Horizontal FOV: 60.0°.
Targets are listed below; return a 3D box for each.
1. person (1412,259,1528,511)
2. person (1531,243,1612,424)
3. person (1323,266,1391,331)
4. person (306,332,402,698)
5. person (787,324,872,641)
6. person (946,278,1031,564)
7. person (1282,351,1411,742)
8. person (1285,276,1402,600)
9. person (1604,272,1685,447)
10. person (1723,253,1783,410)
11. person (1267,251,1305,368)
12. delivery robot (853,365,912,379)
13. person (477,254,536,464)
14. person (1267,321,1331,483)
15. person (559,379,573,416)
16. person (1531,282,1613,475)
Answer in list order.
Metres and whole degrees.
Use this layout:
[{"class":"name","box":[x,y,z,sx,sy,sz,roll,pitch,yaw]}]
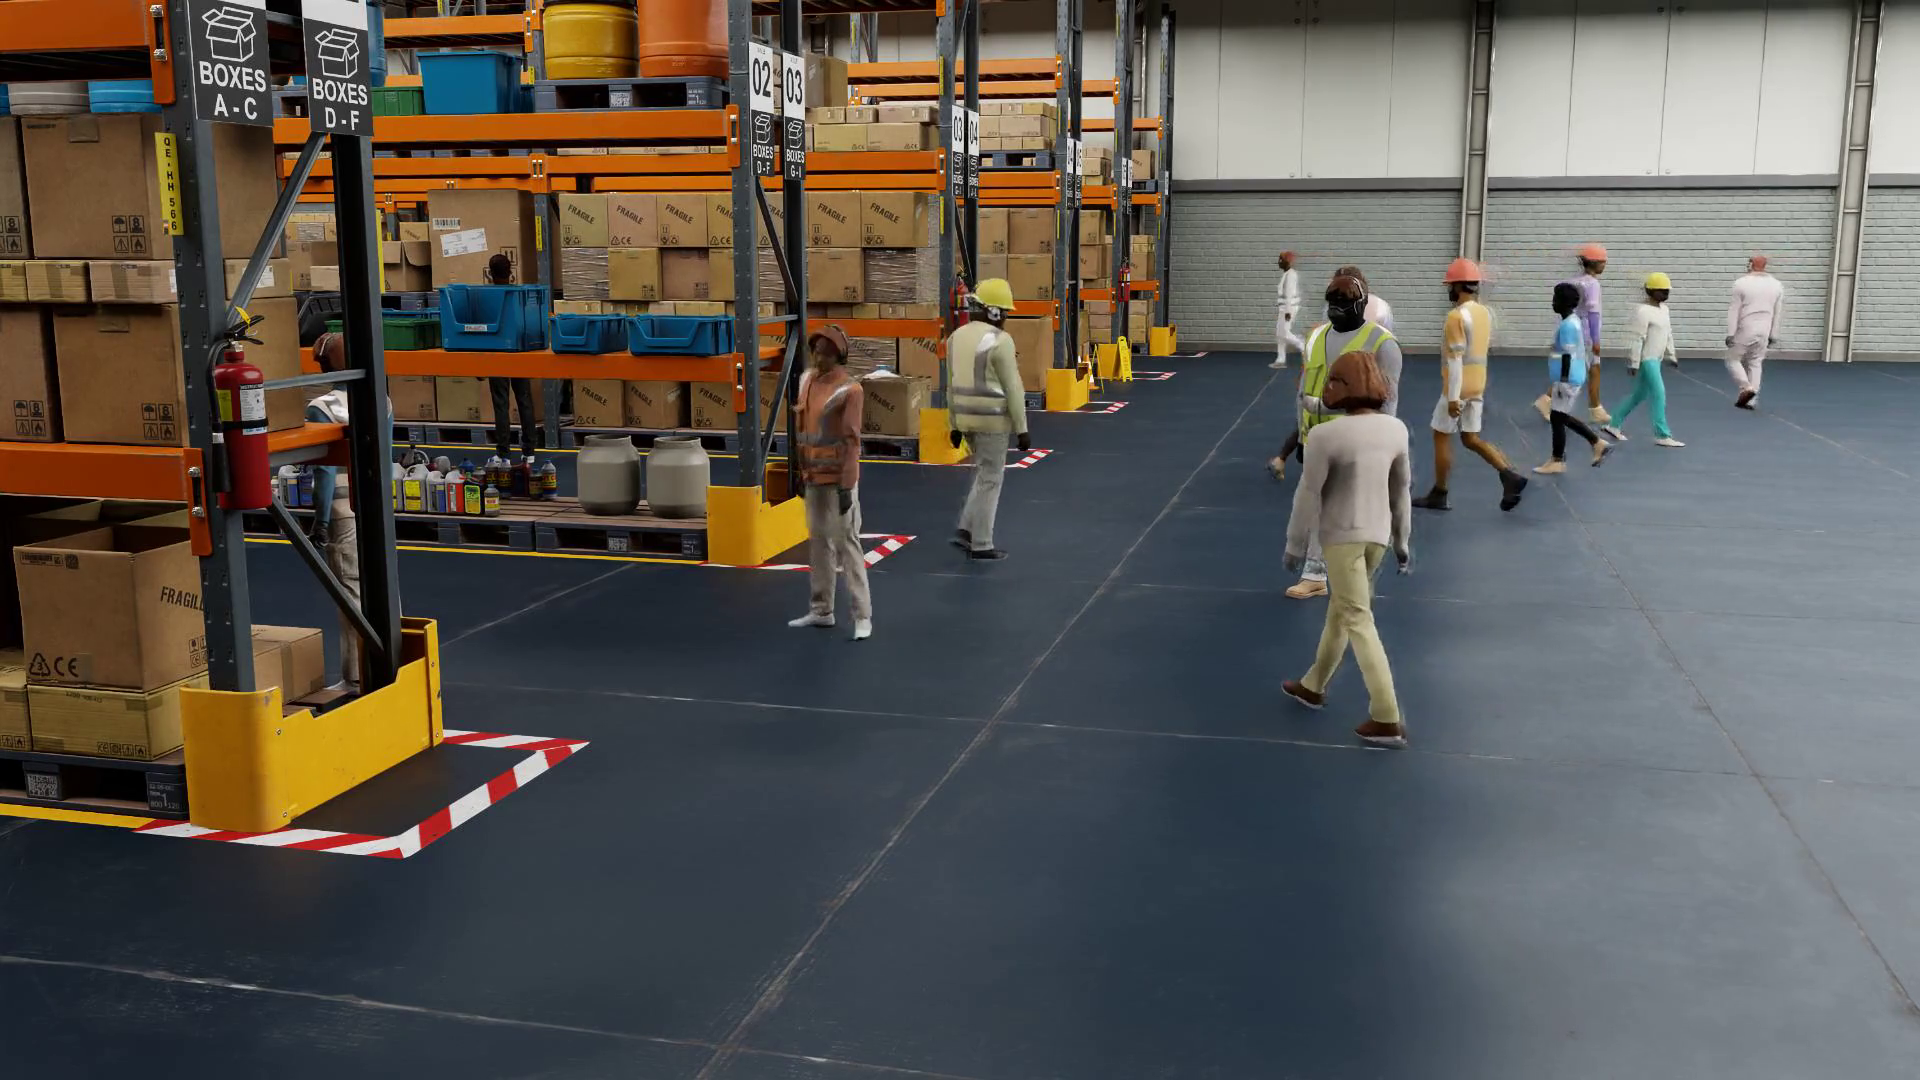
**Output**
[{"class":"person","box":[3.834,-1.137,12.420,0.810,1.913,0.551,10,14,44]},{"class":"person","box":[6.848,-2.264,18.364,0.949,2.013,0.620,1,10,8]},{"class":"person","box":[3.346,-1.409,14.159,0.694,1.814,0.678,-1,10,-8]},{"class":"person","box":[-2.717,-0.110,7.463,0.307,1.637,0.525,3,11,18]},{"class":"person","box":[-0.664,-0.296,8.566,0.320,1.615,0.605,-8,13,-37]},{"class":"person","box":[0.176,-0.743,10.505,0.428,1.803,0.596,-7,12,-33]},{"class":"person","box":[1.619,0.007,6.941,0.516,1.583,0.852,-5,12,-27]},{"class":"person","box":[2.134,-0.548,9.327,0.429,1.845,0.622,-9,14,-42]},{"class":"person","box":[6.902,-1.820,16.689,0.869,1.726,0.523,10,14,44]},{"class":"person","box":[9.526,-2.508,20.046,0.665,1.888,0.433,-1,10,-7]},{"class":"person","box":[5.273,-3.665,26.530,0.603,1.865,0.588,0,10,-2]},{"class":"delivery robot","box":[-0.940,-1.841,19.795,0.707,0.478,0.477,2,11,14]},{"class":"person","box":[-4.121,-1.637,15.156,0.587,1.916,0.392,-8,13,-37]},{"class":"person","box":[2.974,-1.263,13.809,0.760,1.653,0.549,-3,11,-15]},{"class":"person","box":[-4.411,-2.393,19.261,0.712,1.945,0.636,2,10,12]},{"class":"person","box":[5.340,-1.386,14.423,0.566,1.684,0.542,4,11,21]}]
